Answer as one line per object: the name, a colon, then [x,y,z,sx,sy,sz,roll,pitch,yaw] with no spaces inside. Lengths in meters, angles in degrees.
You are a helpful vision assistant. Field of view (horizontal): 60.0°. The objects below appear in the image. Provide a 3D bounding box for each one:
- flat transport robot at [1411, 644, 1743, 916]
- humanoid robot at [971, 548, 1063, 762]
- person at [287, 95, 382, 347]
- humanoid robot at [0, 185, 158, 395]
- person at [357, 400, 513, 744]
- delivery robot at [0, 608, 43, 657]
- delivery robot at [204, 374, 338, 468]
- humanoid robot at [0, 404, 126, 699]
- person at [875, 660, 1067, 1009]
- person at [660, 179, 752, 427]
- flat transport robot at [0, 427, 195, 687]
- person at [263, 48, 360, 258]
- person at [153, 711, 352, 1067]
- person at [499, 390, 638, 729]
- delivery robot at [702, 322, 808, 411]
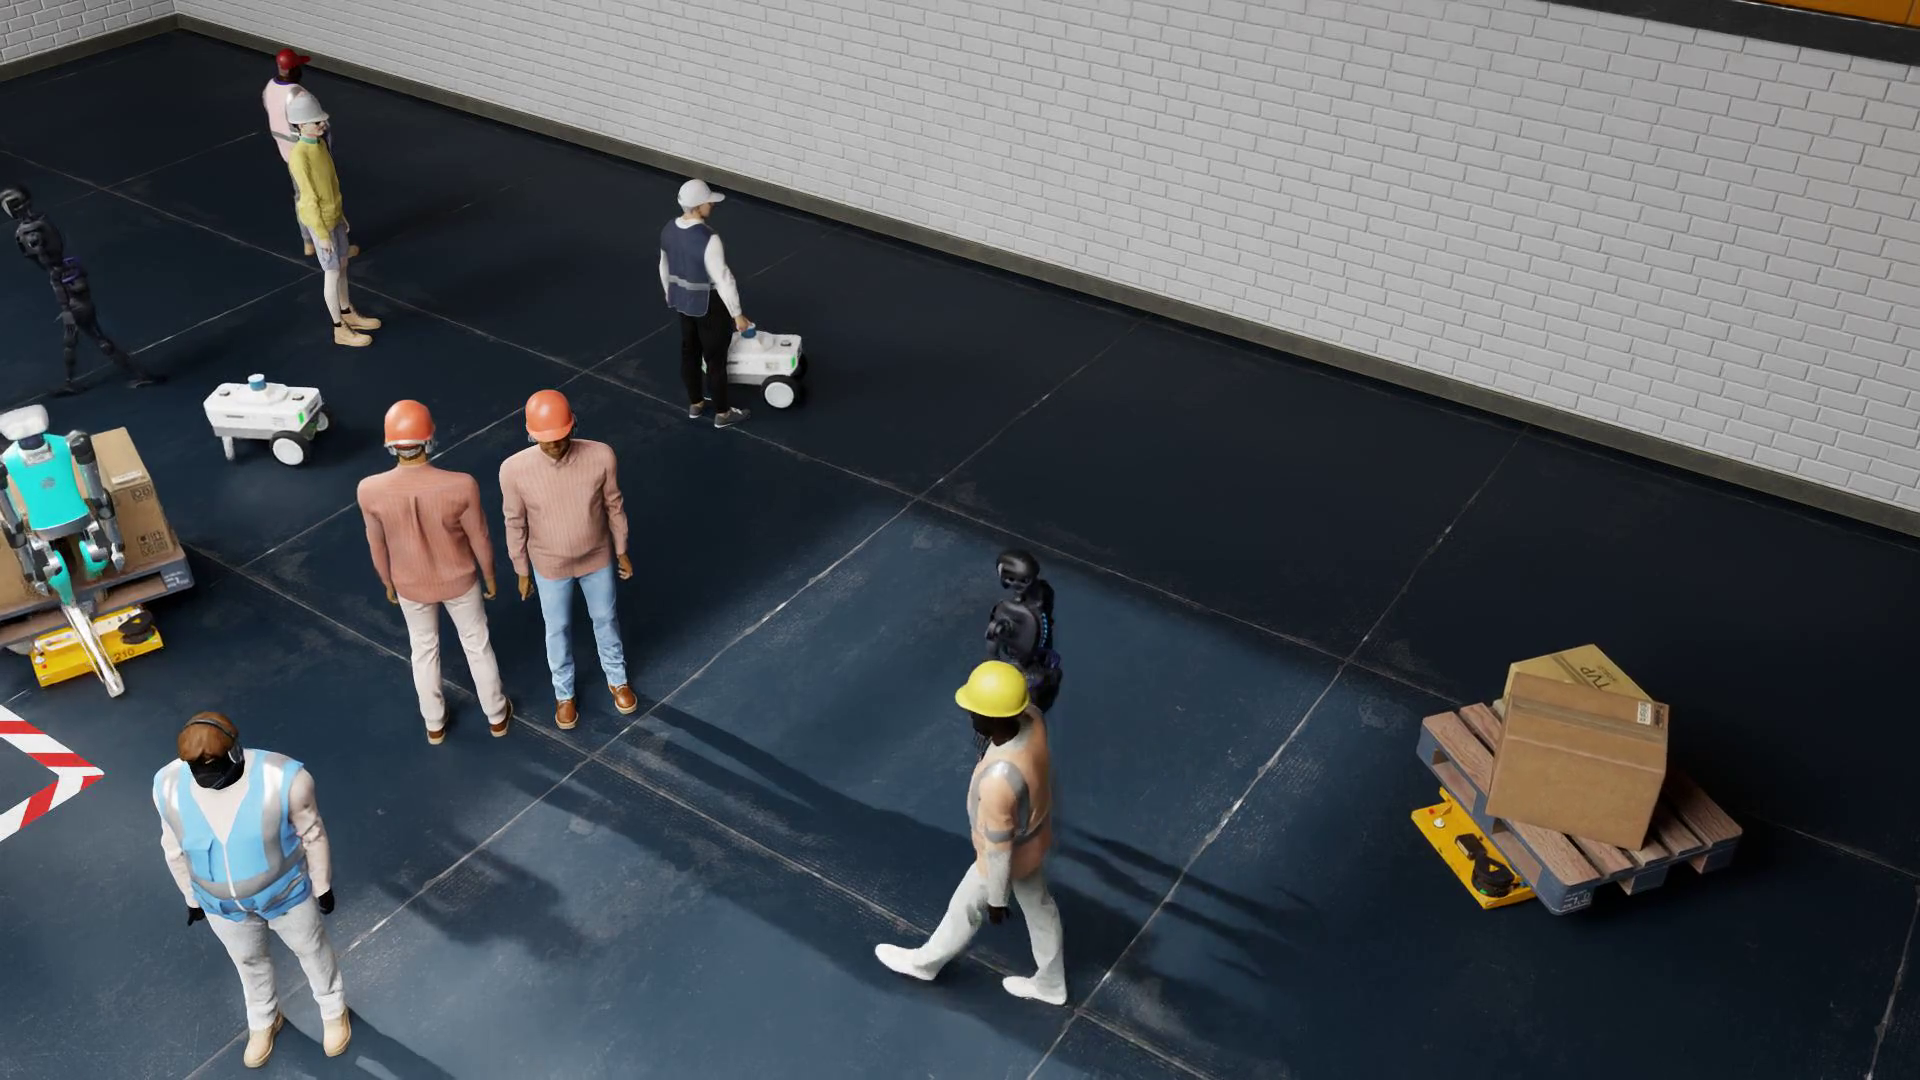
flat transport robot: [3.052,1.387,8.281,1.431,0.231,0.659,-11,37,-16]
humanoid robot: [0.296,0.720,8.003,0.358,1.647,0.606,20,40,26]
person: [-4.642,-2.335,12.189,0.385,1.891,0.473,-1,35,-1]
humanoid robot: [-6.181,-1.735,11.571,0.759,1.614,0.616,-16,38,-22]
person: [-2.669,0.176,8.522,0.609,1.985,0.409,-4,35,-6]
delivery robot: [-5.531,0.333,9.551,0.812,0.609,0.499,1,35,2]
delivery robot: [-4.636,-0.819,11.199,0.784,0.612,0.524,4,35,5]
humanoid robot: [-4.881,-0.010,9.044,0.534,1.829,0.881,-24,41,-30]
person: [0.078,1.250,7.062,0.925,1.884,0.612,13,37,18]
person: [-1.740,-1.591,11.239,0.761,1.755,0.448,25,42,31]
flat transport robot: [-5.226,0.317,9.811,0.659,0.231,1.431,-21,40,-27]
person: [-5.235,-3.090,13.391,0.604,1.748,0.420,23,41,29]
person: [-2.888,1.440,6.835,0.618,1.845,0.431,-4,35,-6]
person: [-2.011,0.095,8.624,0.621,1.993,0.379,-13,37,-18]
delivery robot: [-1.448,-1.249,11.813,0.783,0.612,0.512,2,35,3]
